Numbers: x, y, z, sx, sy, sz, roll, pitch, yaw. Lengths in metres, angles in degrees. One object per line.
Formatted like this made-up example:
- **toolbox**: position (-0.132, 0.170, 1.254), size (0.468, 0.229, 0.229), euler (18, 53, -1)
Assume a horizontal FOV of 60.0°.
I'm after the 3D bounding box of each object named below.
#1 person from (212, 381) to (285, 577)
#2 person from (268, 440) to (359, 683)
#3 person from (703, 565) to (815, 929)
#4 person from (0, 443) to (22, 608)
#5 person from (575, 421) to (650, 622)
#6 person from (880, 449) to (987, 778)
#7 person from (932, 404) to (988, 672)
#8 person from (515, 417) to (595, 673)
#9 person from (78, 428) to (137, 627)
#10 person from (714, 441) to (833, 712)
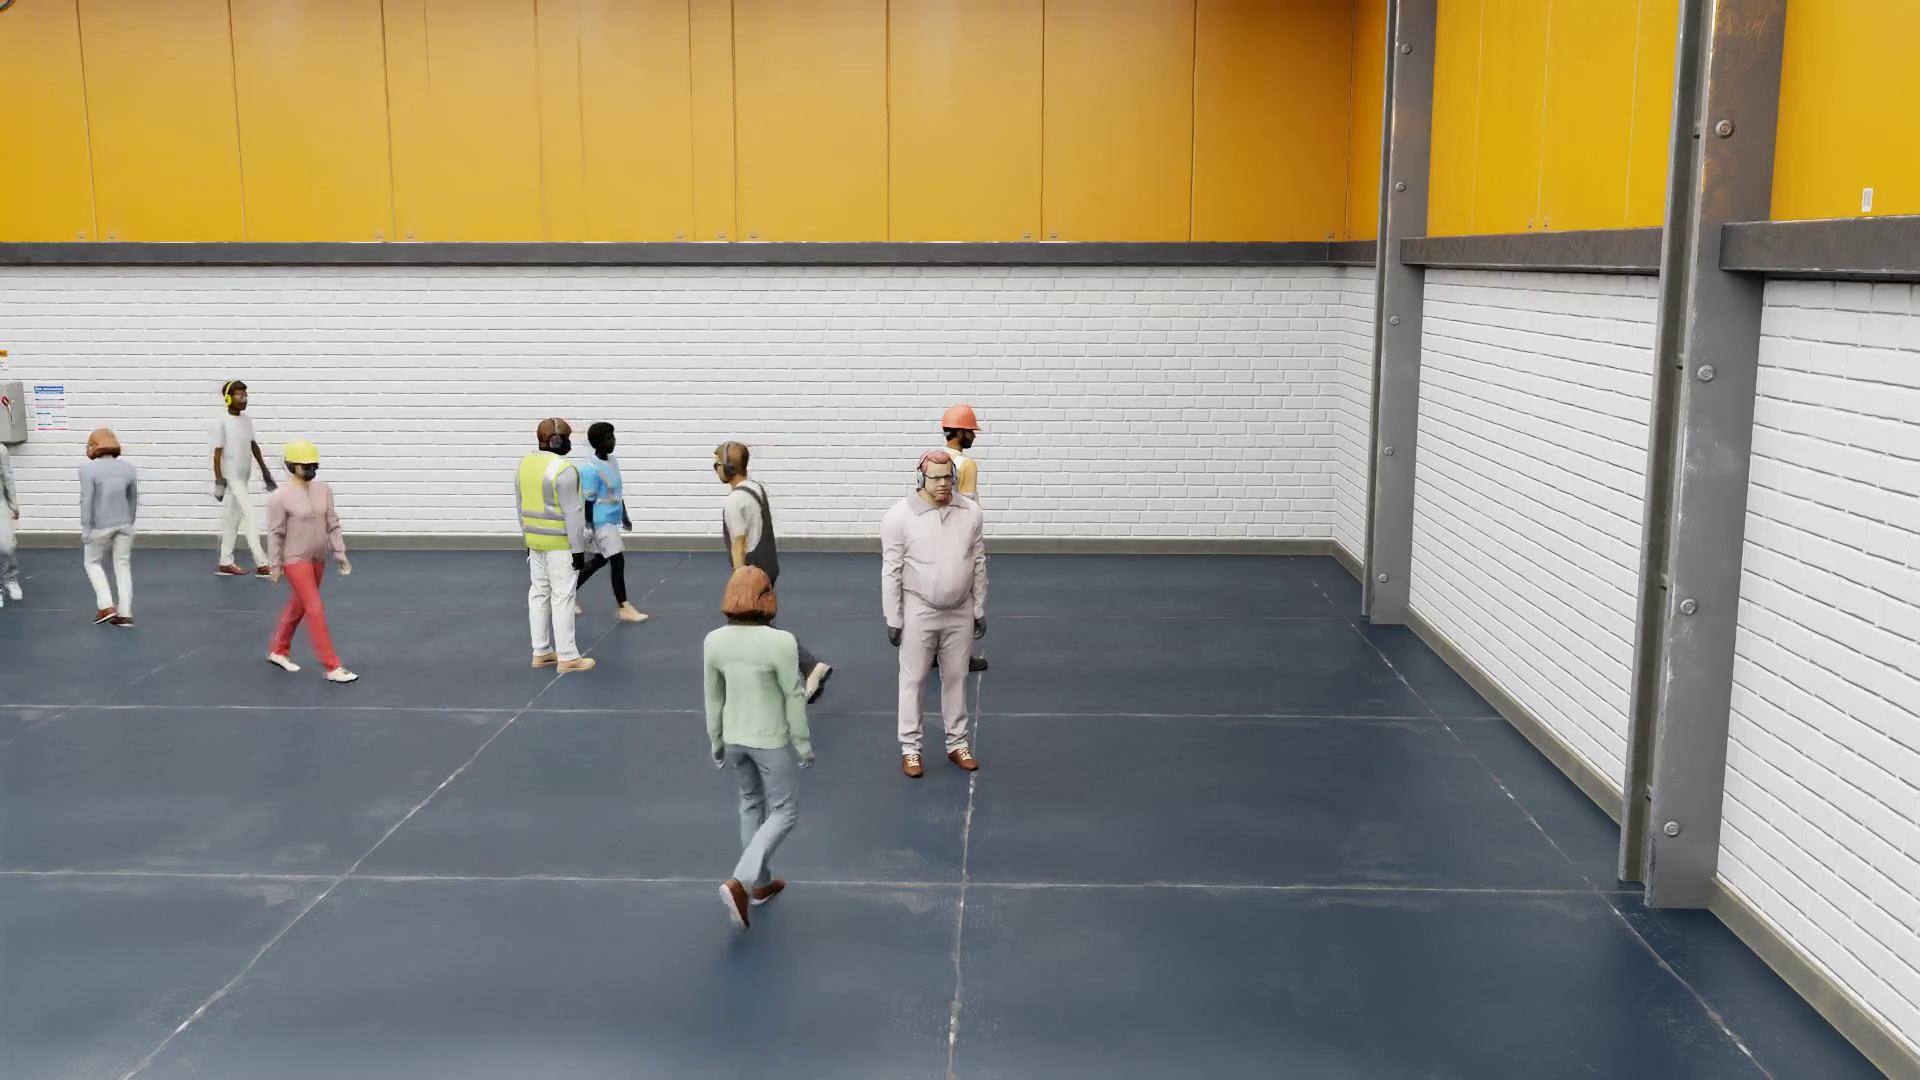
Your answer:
- **person**: position (-6.621, -0.563, 15.534), size (0.854, 1.835, 0.542), euler (1, 10, 6)
- **person**: position (-4.653, 0.136, 11.799), size (0.920, 1.716, 0.519), euler (4, 11, 23)
- **person**: position (-0.930, 0.919, 7.479), size (0.534, 1.616, 0.630), euler (6, 11, 30)
- **person**: position (-8.271, -0.254, 14.097), size (0.527, 1.703, 0.424), euler (-6, 12, -32)
- **person**: position (-2.977, -0.158, 13.671), size (0.803, 1.664, 0.533), euler (1, 10, 6)
- **person**: position (-0.130, 0.420, 9.603), size (0.644, 1.900, 0.403), euler (-5, 11, -25)
- **person**: position (-0.026, -0.014, 12.027), size (0.373, 1.933, 0.549), euler (-8, 12, -38)
- **person**: position (-2.923, 0.034, 12.031), size (0.632, 1.840, 0.429), euler (8, 13, 39)
- **person**: position (-6.878, -0.097, 13.460), size (0.391, 1.607, 0.535), euler (6, 12, 32)
- **person**: position (-1.254, 0.255, 10.828), size (0.723, 1.812, 0.541), euler (2, 10, 14)
